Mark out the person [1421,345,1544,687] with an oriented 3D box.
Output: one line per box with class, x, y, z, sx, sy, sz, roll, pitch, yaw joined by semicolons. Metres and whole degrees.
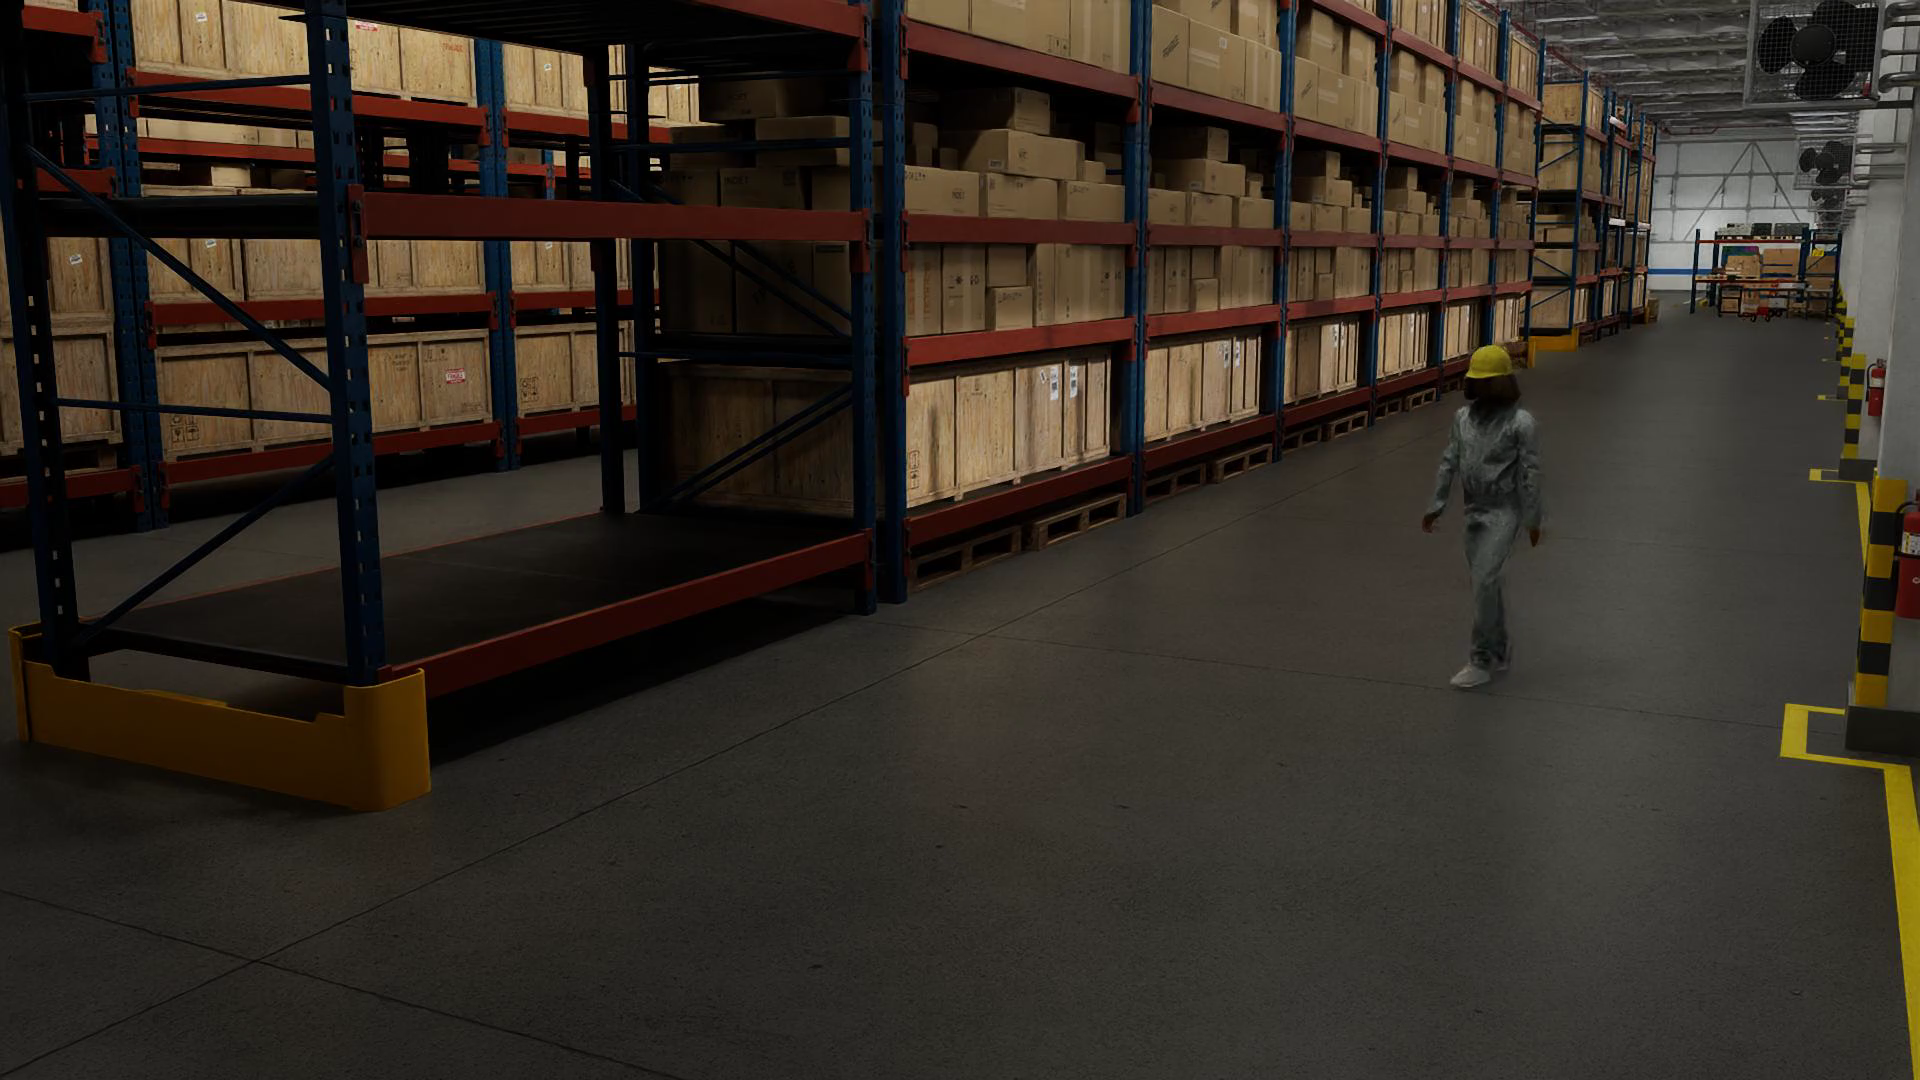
person;2.623;-0.118;8.403;0.699;1.717;0.508;-6;11;-29
